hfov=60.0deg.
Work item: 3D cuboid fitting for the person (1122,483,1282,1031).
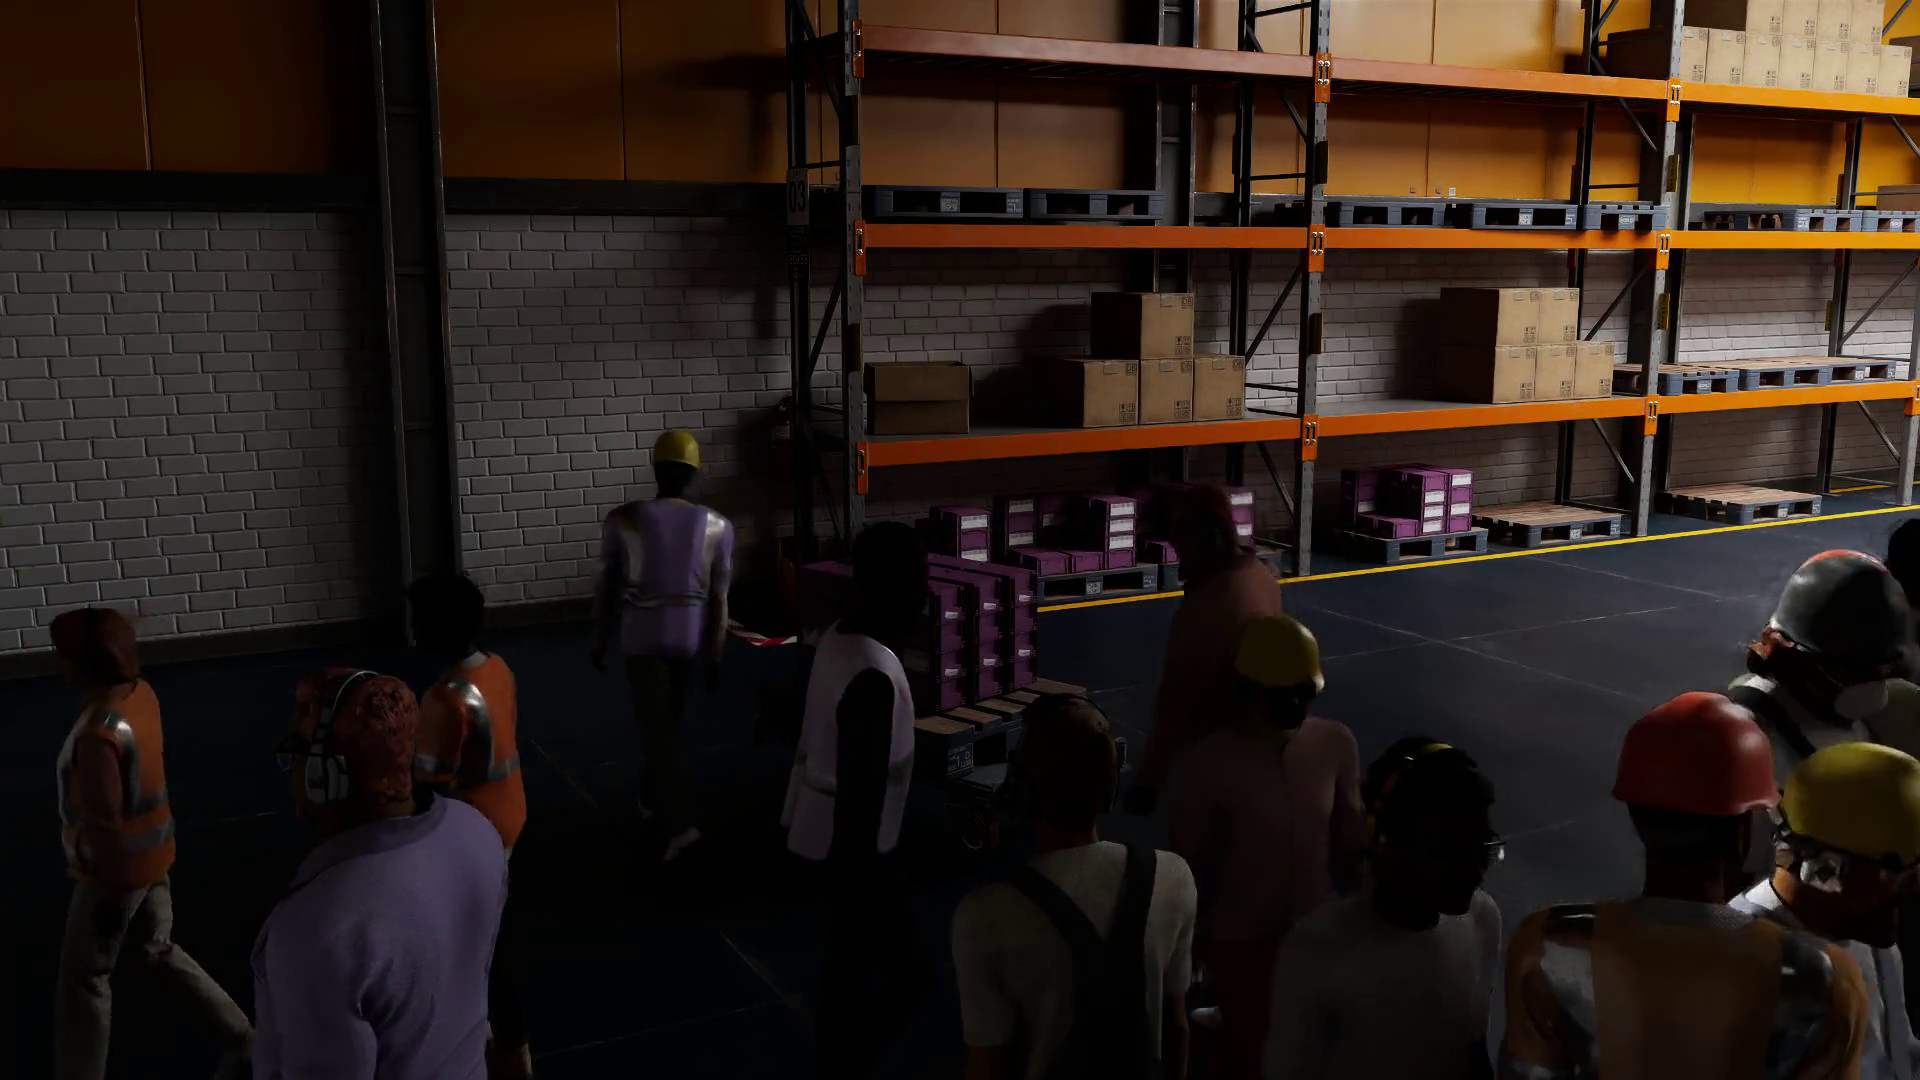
[{"bbox_3d":[0.790,0.740,5.665,0.764,1.871,0.649,4,11,21],"label":"person"}]

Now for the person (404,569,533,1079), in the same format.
[{"bbox_3d":[-1.607,0.916,5.215,0.558,1.674,0.538,0,10,-2],"label":"person"}]

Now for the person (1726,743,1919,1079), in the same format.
[{"bbox_3d":[1.507,1.230,3.050,0.614,1.800,0.605,-9,13,-42],"label":"person"}]

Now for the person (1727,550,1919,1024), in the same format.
[{"bbox_3d":[2.103,0.986,4.025,0.651,1.937,0.931,8,12,38],"label":"person"}]

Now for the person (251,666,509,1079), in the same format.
[{"bbox_3d":[-1.087,1.169,3.102,0.410,1.909,0.643,2,10,9],"label":"person"}]

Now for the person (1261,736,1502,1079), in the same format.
[{"bbox_3d":[0.717,1.219,3.002,0.581,1.846,0.497,-6,12,-31],"label":"person"}]

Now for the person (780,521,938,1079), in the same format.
[{"bbox_3d":[-0.266,0.881,4.775,0.413,1.896,0.632,-2,10,-12],"label":"person"}]

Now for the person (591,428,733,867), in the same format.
[{"bbox_3d":[-1.276,0.448,7.369,0.601,1.868,0.997,-5,11,-27],"label":"person"}]

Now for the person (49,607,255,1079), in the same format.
[{"bbox_3d":[-2.506,0.983,5.002,0.685,1.615,0.524,-1,10,-9],"label":"person"}]

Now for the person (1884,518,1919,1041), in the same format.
[{"bbox_3d":[2.910,0.827,5.297,0.863,1.835,0.509,-4,11,-21],"label":"person"}]

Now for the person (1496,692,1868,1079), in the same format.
[{"bbox_3d":[1.172,1.208,2.797,0.547,1.934,0.376,4,11,20],"label":"person"}]

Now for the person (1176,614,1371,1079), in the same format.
[{"bbox_3d":[0.783,1.012,4.499,0.549,1.735,0.731,-4,11,-23],"label":"person"}]

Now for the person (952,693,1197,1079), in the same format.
[{"bbox_3d":[0.203,1.190,3.153,0.505,1.847,0.348,-5,11,-27],"label":"person"}]
